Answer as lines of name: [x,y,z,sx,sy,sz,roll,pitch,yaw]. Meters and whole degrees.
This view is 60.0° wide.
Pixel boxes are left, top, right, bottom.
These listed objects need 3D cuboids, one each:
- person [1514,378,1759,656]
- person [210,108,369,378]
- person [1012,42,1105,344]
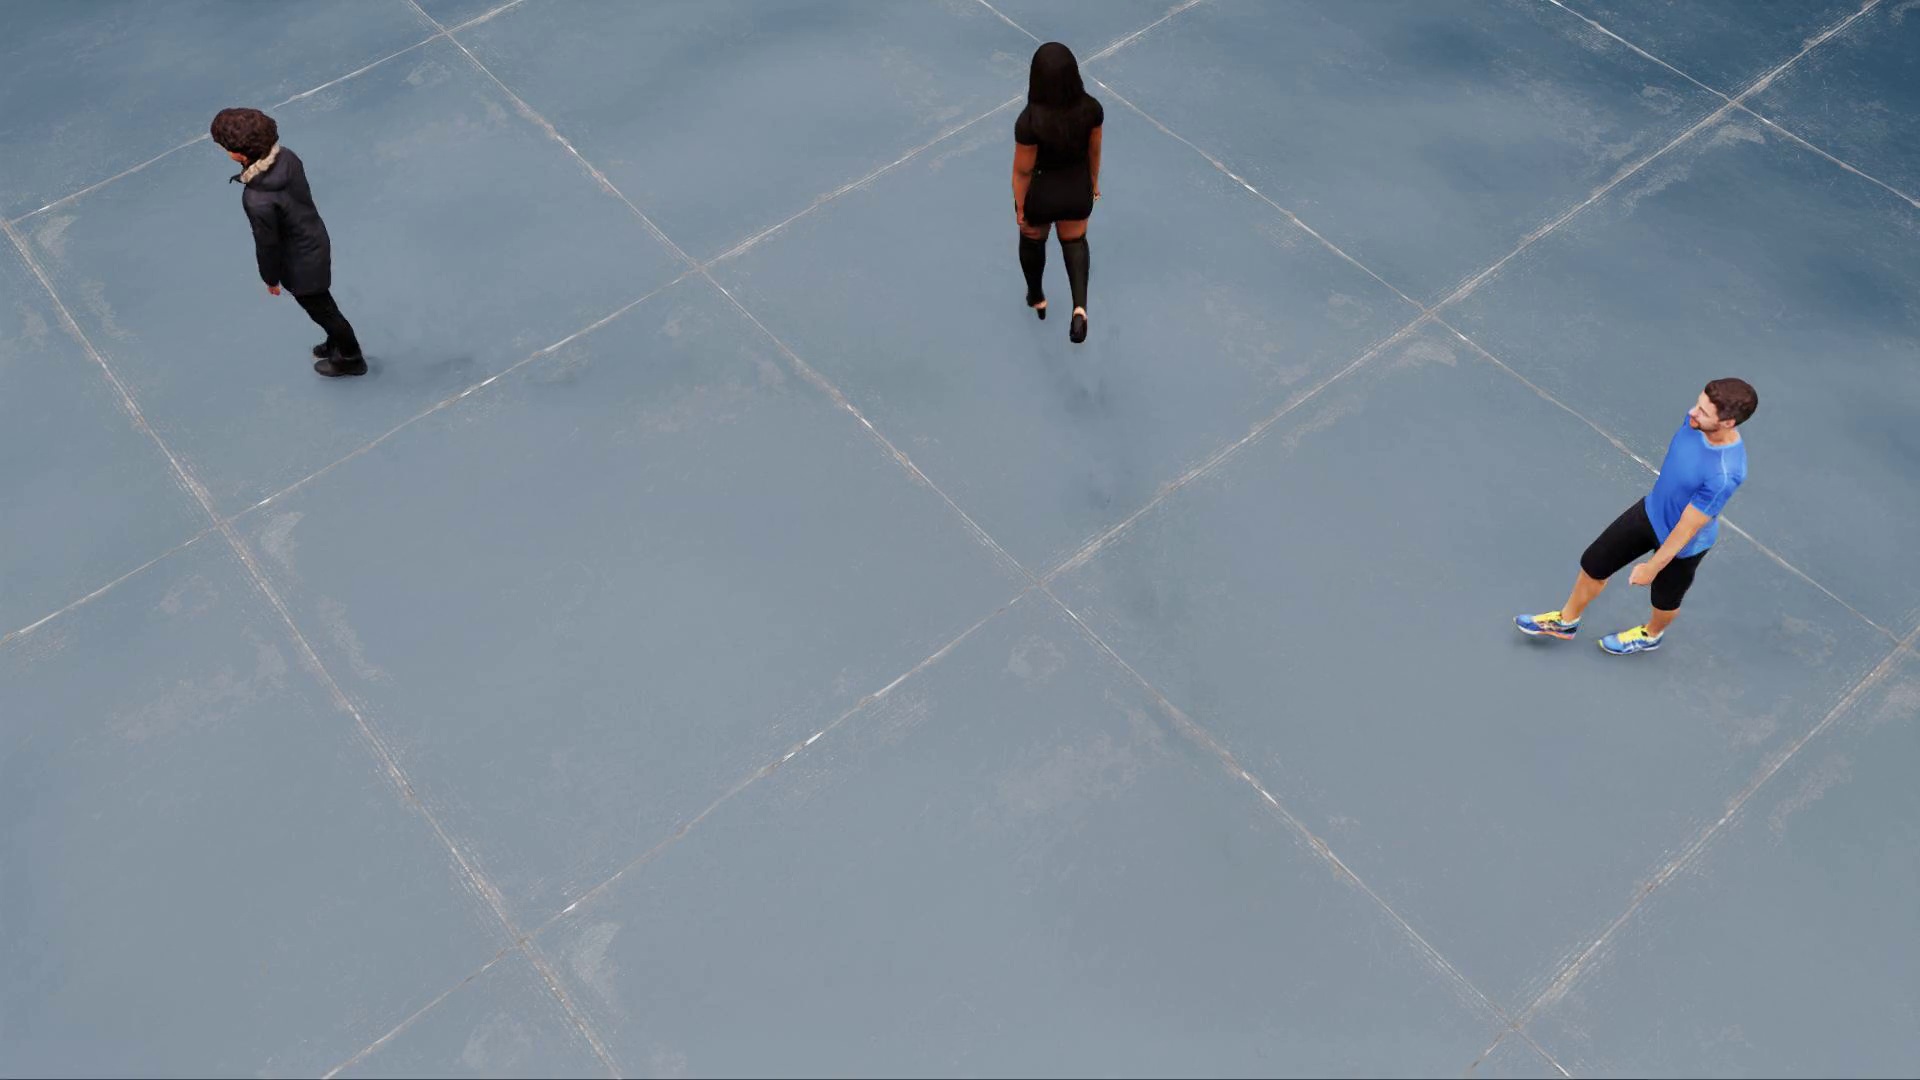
person: [3.267,-0.048,7.414,1.054,1.843,0.940,-4,52,-3]
person: [-3.328,-1.488,8.576,0.798,1.768,0.750,1,52,1]
person: [0.526,-1.749,8.734,0.972,1.839,0.946,-11,53,-8]
